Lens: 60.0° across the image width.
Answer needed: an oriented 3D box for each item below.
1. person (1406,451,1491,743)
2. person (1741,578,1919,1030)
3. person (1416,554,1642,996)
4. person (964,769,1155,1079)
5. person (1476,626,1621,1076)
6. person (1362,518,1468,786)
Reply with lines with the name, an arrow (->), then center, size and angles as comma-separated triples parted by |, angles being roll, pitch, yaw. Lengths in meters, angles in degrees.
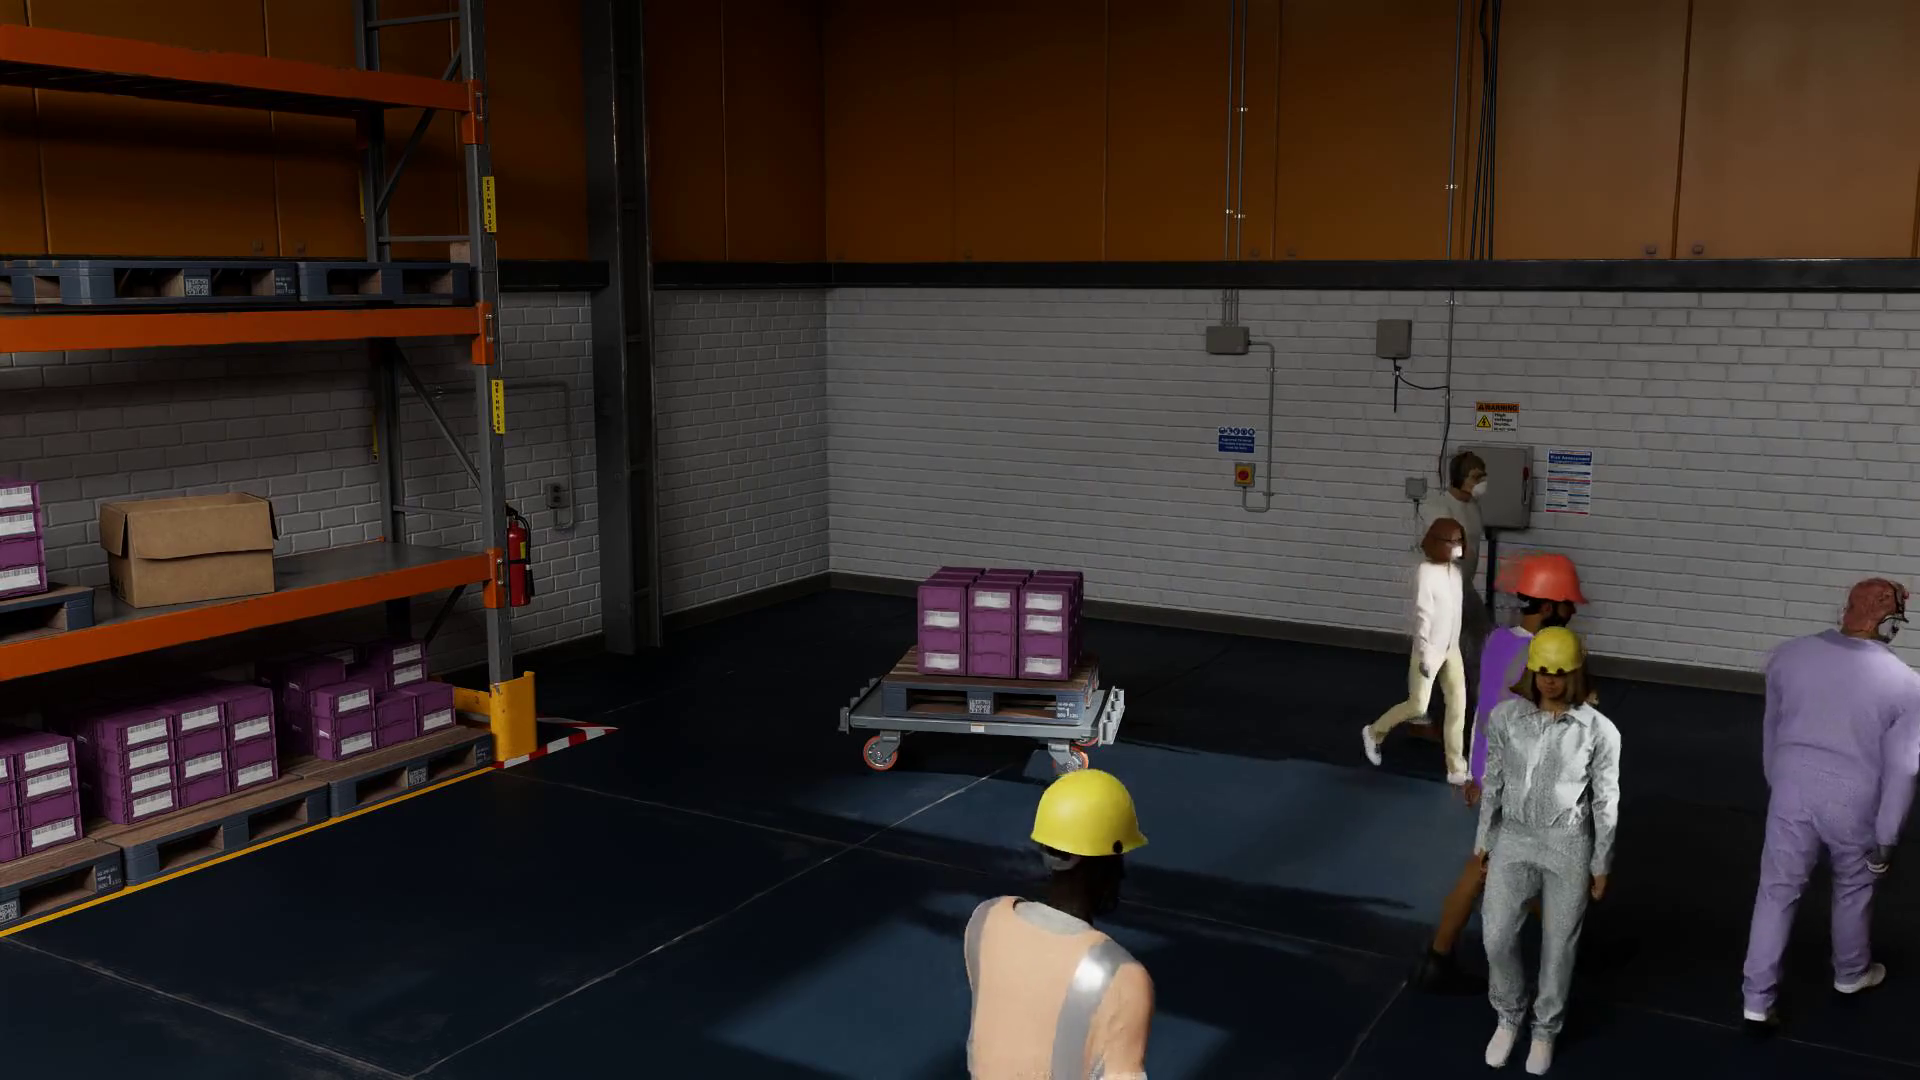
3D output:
person -> 3.234, 0.396, 10.568 | 0.627, 1.904, 0.864 | -9, 12, -43
person -> 3.504, 1.055, 6.694 | 1.039, 1.843, 0.657 | -8, 12, -42
person -> 2.397, 0.994, 6.906 | 1.009, 1.880, 0.551 | 0, 9, 3
person -> 0.290, 1.460, 3.964 | 0.878, 1.888, 0.608 | -9, 13, -43
person -> 2.185, 1.174, 6.233 | 0.506, 1.727, 0.453 | 5, 10, 28
person -> 2.792, 0.649, 9.908 | 0.501, 1.609, 0.726 | -7, 11, -37
